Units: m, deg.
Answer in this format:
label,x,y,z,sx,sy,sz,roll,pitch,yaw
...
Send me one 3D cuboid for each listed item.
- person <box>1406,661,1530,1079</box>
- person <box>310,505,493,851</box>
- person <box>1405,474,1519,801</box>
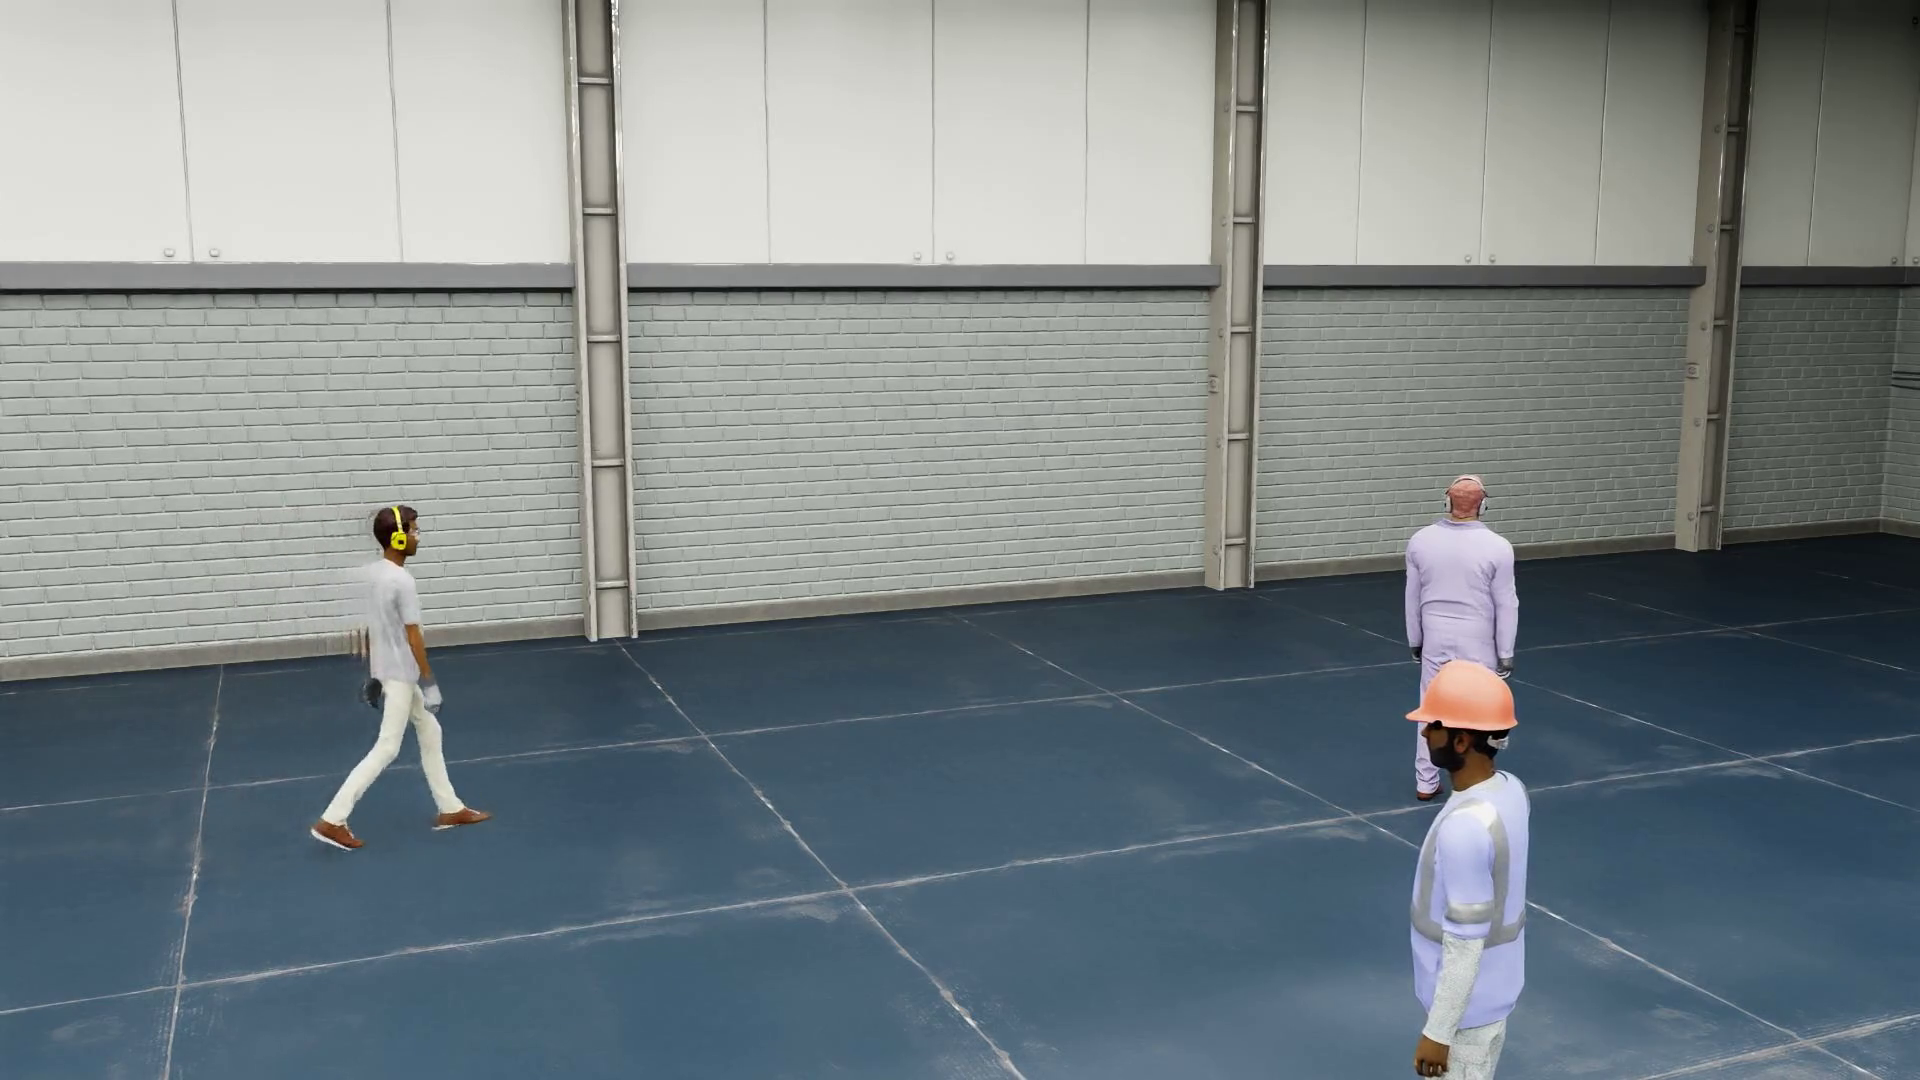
label,x,y,z,sx,sy,sz,roll,pitch,yaw
person,1.447,1.305,4.848,0.357,1.938,0.542,5,10,28
person,-3.019,0.725,8.857,0.966,1.834,0.532,-6,11,-34
person,2.866,0.579,9.484,0.651,1.912,0.410,8,12,40
